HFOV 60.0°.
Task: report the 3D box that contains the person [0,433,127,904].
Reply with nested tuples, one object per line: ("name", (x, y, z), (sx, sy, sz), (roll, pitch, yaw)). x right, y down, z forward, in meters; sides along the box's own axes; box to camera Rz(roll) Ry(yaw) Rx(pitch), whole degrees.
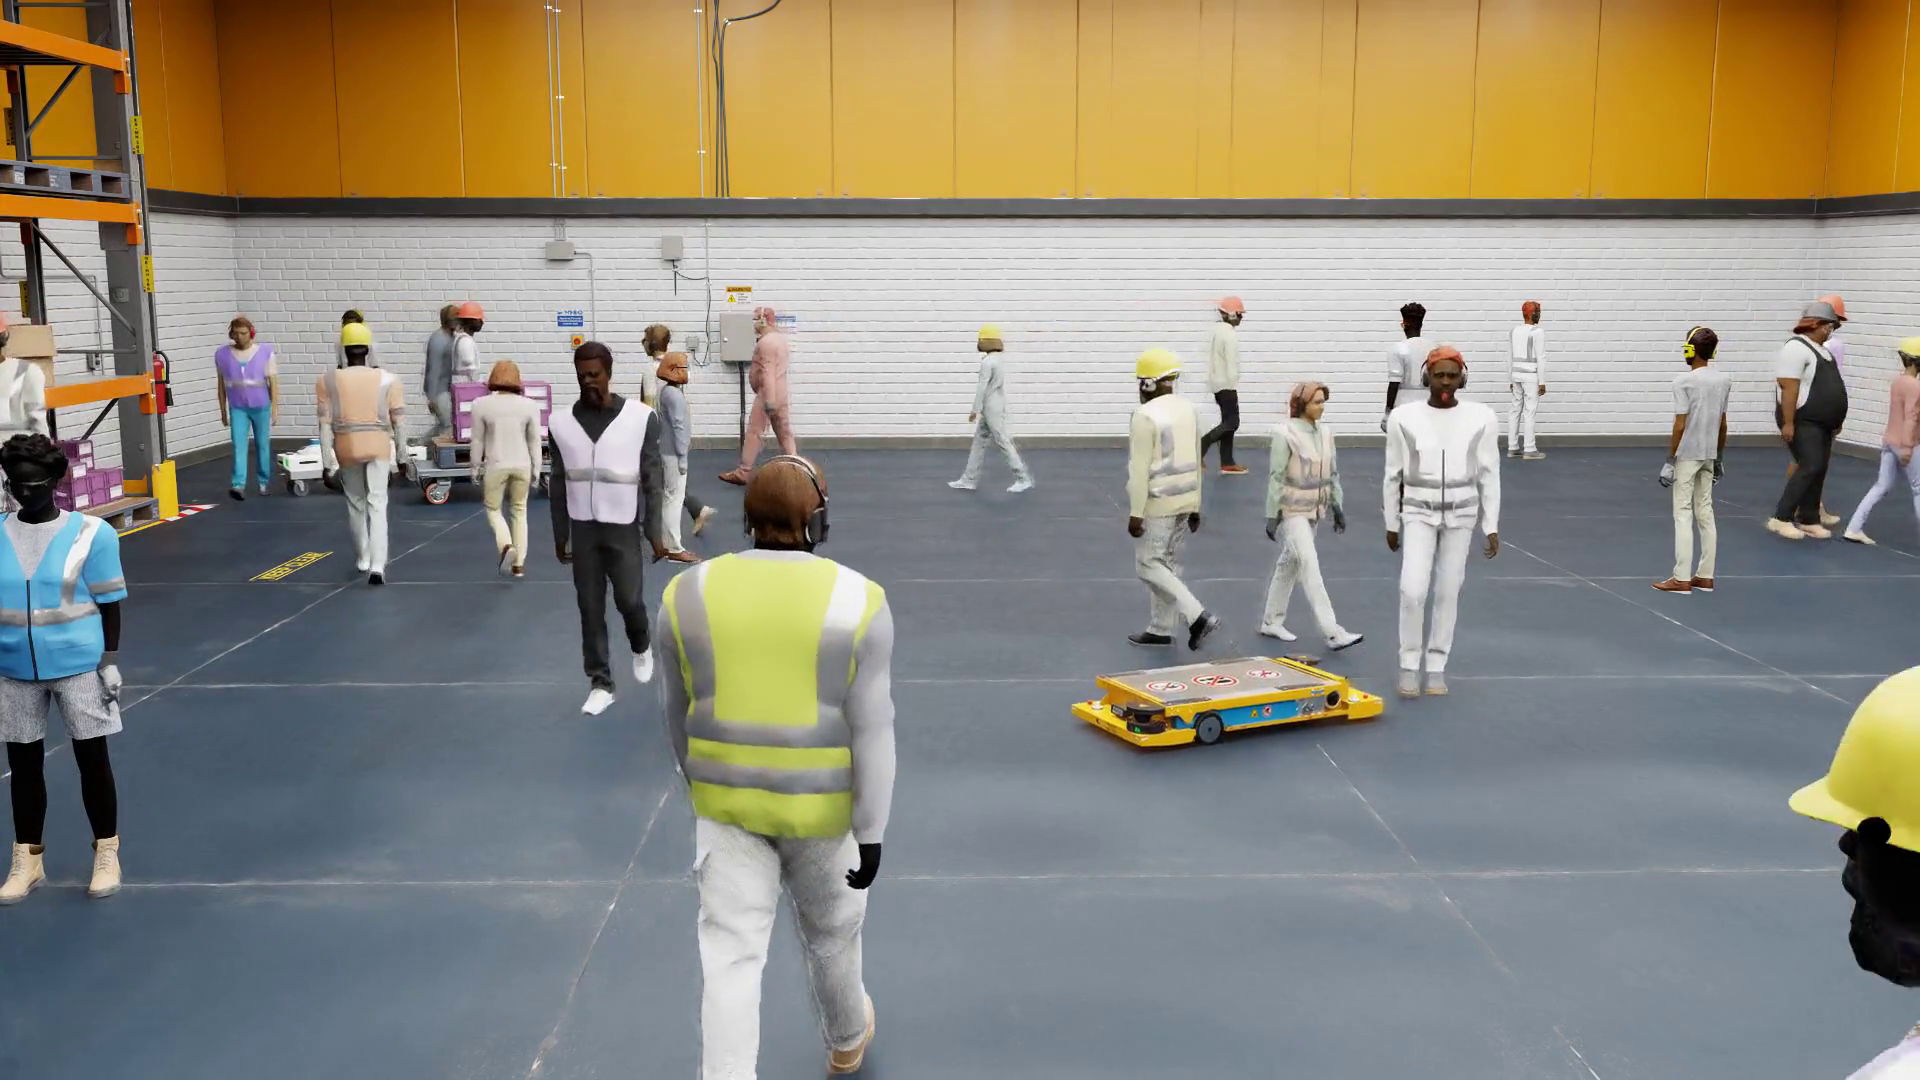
("person", (-3.267, 0.457, 5.967), (0.532, 1.695, 0.319), (-2, 9, -11))

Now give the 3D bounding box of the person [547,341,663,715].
("person", (-1.818, -0.080, 8.615), (0.614, 1.905, 0.592), (1, 9, 6))

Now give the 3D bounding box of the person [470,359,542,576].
("person", (-3.294, -0.510, 12.134), (0.512, 1.614, 0.503), (-4, 10, -25))

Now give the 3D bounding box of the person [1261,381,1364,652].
("person", (2.112, -0.138, 9.886), (0.541, 1.591, 0.831), (-9, 13, -42))

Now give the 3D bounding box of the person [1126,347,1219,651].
("person", (1.249, -0.212, 9.695), (0.631, 1.819, 0.614), (7, 12, 38))

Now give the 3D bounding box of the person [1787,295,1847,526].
("person", (7.618, -1.147, 14.767), (0.386, 2.034, 0.604), (-2, 10, -14))

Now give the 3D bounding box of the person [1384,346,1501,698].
("person", (2.529, -0.078, 8.742), (0.580, 1.864, 0.580), (2, 9, 10))

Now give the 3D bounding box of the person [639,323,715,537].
("person", (-2.453, -0.907, 13.964), (0.822, 1.819, 0.522), (3, 10, 17))

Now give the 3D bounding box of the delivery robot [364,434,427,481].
("delivery robot", (-5.877, -0.846, 17.156), (0.477, 0.478, 0.707), (9, 13, 43))

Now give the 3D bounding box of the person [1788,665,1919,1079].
("person", (1.072, 1.056, 1.745), (0.590, 1.883, 0.988), (-5, 10, -26))

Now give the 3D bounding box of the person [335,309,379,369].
("person", (-6.422, -1.559, 17.880), (0.583, 1.846, 0.652), (2, 10, 14))

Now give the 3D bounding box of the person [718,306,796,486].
("person", (-2.100, -1.491, 17.357), (0.915, 1.865, 0.681), (2, 9, 9))

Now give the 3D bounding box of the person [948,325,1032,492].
("person", (0.334, -1.341, 16.973), (0.893, 1.701, 0.499), (2, 9, 13))

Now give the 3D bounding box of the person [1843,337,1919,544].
("person", (7.680, -0.784, 13.493), (0.826, 1.727, 0.540), (2, 9, 10))

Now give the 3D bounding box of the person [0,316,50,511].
("person", (-6.403, -0.556, 11.186), (0.618, 2.020, 0.736), (-1, 9, -4))

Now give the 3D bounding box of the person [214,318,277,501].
("person", (-6.984, -1.273, 16.299), (0.566, 1.782, 1.007), (-2, 10, -14))

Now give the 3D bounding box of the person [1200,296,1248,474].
("person", (2.855, -1.683, 18.221), (0.613, 1.974, 0.626), (0, 9, -2))

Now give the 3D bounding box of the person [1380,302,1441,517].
("person", (4.136, -1.195, 15.265), (0.618, 1.963, 0.361), (-4, 10, -23))

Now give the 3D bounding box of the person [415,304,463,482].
("person", (-5.598, -1.554, 17.680), (0.719, 1.909, 0.648), (0, 9, -3))

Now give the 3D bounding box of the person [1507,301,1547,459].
("person", (6.785, -1.907, 19.889), (0.356, 1.883, 0.573), (-4, 10, -25))

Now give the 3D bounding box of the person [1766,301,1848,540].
("person", (7.153, -1.020, 13.966), (0.714, 2.000, 0.537), (-8, 12, -40))

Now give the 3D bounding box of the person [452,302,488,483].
("person", (-5.130, -1.556, 17.622), (0.599, 1.916, 0.557), (-2, 10, -14))

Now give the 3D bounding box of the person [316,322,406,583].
("person", (-4.346, -0.639, 12.113), (0.598, 1.884, 0.994), (-3, 10, -19))

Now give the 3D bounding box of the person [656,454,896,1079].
("person", (-0.462, 0.675, 4.331), (0.623, 1.795, 0.970), (1, 9, 5))

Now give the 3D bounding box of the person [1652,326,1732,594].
("person", (5.125, -0.555, 11.642), (0.538, 1.869, 0.312), (-4, 10, -22))

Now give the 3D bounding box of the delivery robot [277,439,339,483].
("delivery robot", (-6.471, -0.776, 16.730), (0.707, 0.478, 0.477), (-7, 11, -35))

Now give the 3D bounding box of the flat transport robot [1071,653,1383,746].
("flat transport robot", (1.338, 0.784, 8.318), (1.431, 0.197, 0.652), (-4, 10, -25))

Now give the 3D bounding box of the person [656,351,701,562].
("person", (-2.196, -0.644, 12.906), (0.279, 1.633, 0.505), (-3, 10, -19))
